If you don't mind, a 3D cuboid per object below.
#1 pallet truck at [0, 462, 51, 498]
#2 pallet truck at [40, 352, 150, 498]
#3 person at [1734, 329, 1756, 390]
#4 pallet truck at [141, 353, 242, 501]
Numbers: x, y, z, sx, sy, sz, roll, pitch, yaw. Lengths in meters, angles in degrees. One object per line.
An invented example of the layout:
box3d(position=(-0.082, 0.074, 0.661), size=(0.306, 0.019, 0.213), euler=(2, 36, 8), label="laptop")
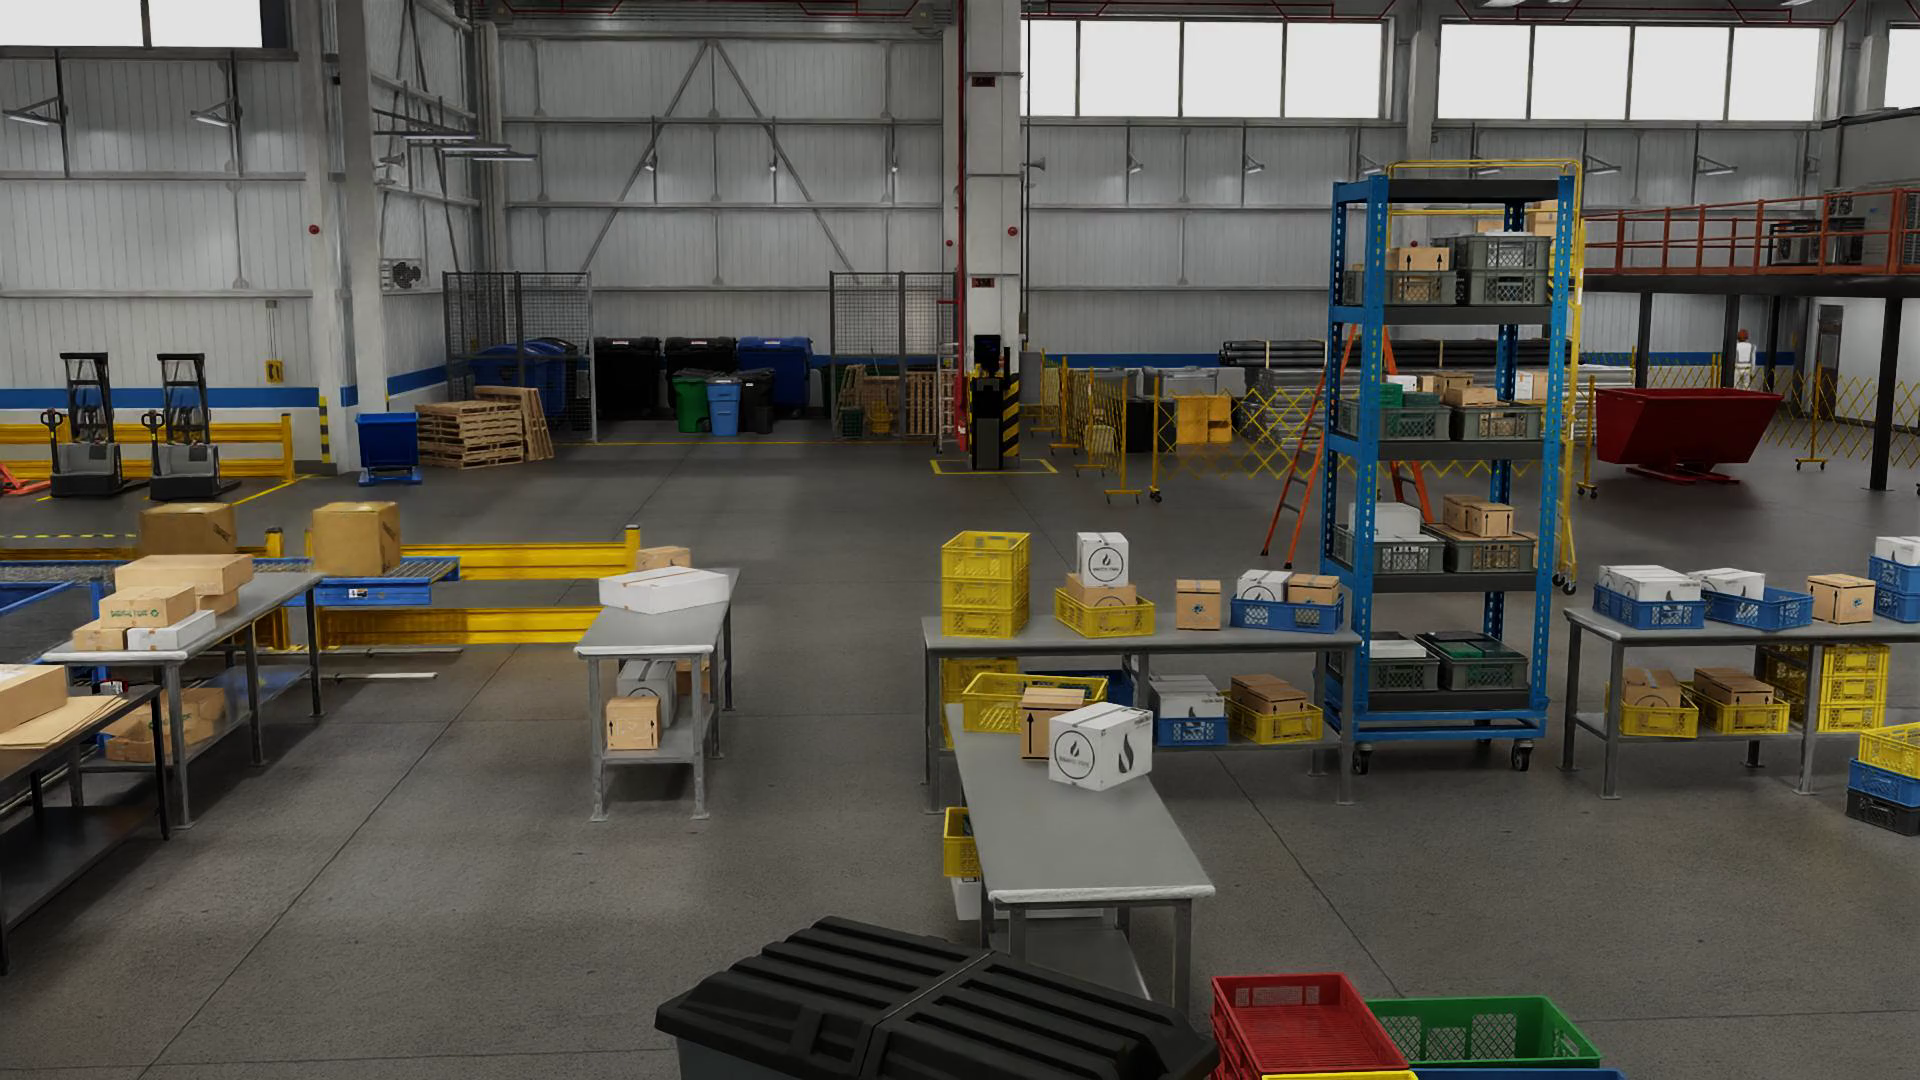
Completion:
box3d(position=(-13.193, -1.293, 23.148), size=(0.653, 1.274, 1.630), euler=(-1, 9, -4), label="pallet truck")
box3d(position=(-11.907, -1.642, 23.165), size=(0.823, 1.965, 1.885), euler=(0, 9, 0), label="pallet truck")
box3d(position=(16.664, -3.550, 35.504), size=(0.574, 1.883, 0.361), euler=(0, 9, 2), label="person")
box3d(position=(-10.520, -1.604, 22.925), size=(0.823, 1.965, 1.885), euler=(-1, 9, -6), label="pallet truck")
